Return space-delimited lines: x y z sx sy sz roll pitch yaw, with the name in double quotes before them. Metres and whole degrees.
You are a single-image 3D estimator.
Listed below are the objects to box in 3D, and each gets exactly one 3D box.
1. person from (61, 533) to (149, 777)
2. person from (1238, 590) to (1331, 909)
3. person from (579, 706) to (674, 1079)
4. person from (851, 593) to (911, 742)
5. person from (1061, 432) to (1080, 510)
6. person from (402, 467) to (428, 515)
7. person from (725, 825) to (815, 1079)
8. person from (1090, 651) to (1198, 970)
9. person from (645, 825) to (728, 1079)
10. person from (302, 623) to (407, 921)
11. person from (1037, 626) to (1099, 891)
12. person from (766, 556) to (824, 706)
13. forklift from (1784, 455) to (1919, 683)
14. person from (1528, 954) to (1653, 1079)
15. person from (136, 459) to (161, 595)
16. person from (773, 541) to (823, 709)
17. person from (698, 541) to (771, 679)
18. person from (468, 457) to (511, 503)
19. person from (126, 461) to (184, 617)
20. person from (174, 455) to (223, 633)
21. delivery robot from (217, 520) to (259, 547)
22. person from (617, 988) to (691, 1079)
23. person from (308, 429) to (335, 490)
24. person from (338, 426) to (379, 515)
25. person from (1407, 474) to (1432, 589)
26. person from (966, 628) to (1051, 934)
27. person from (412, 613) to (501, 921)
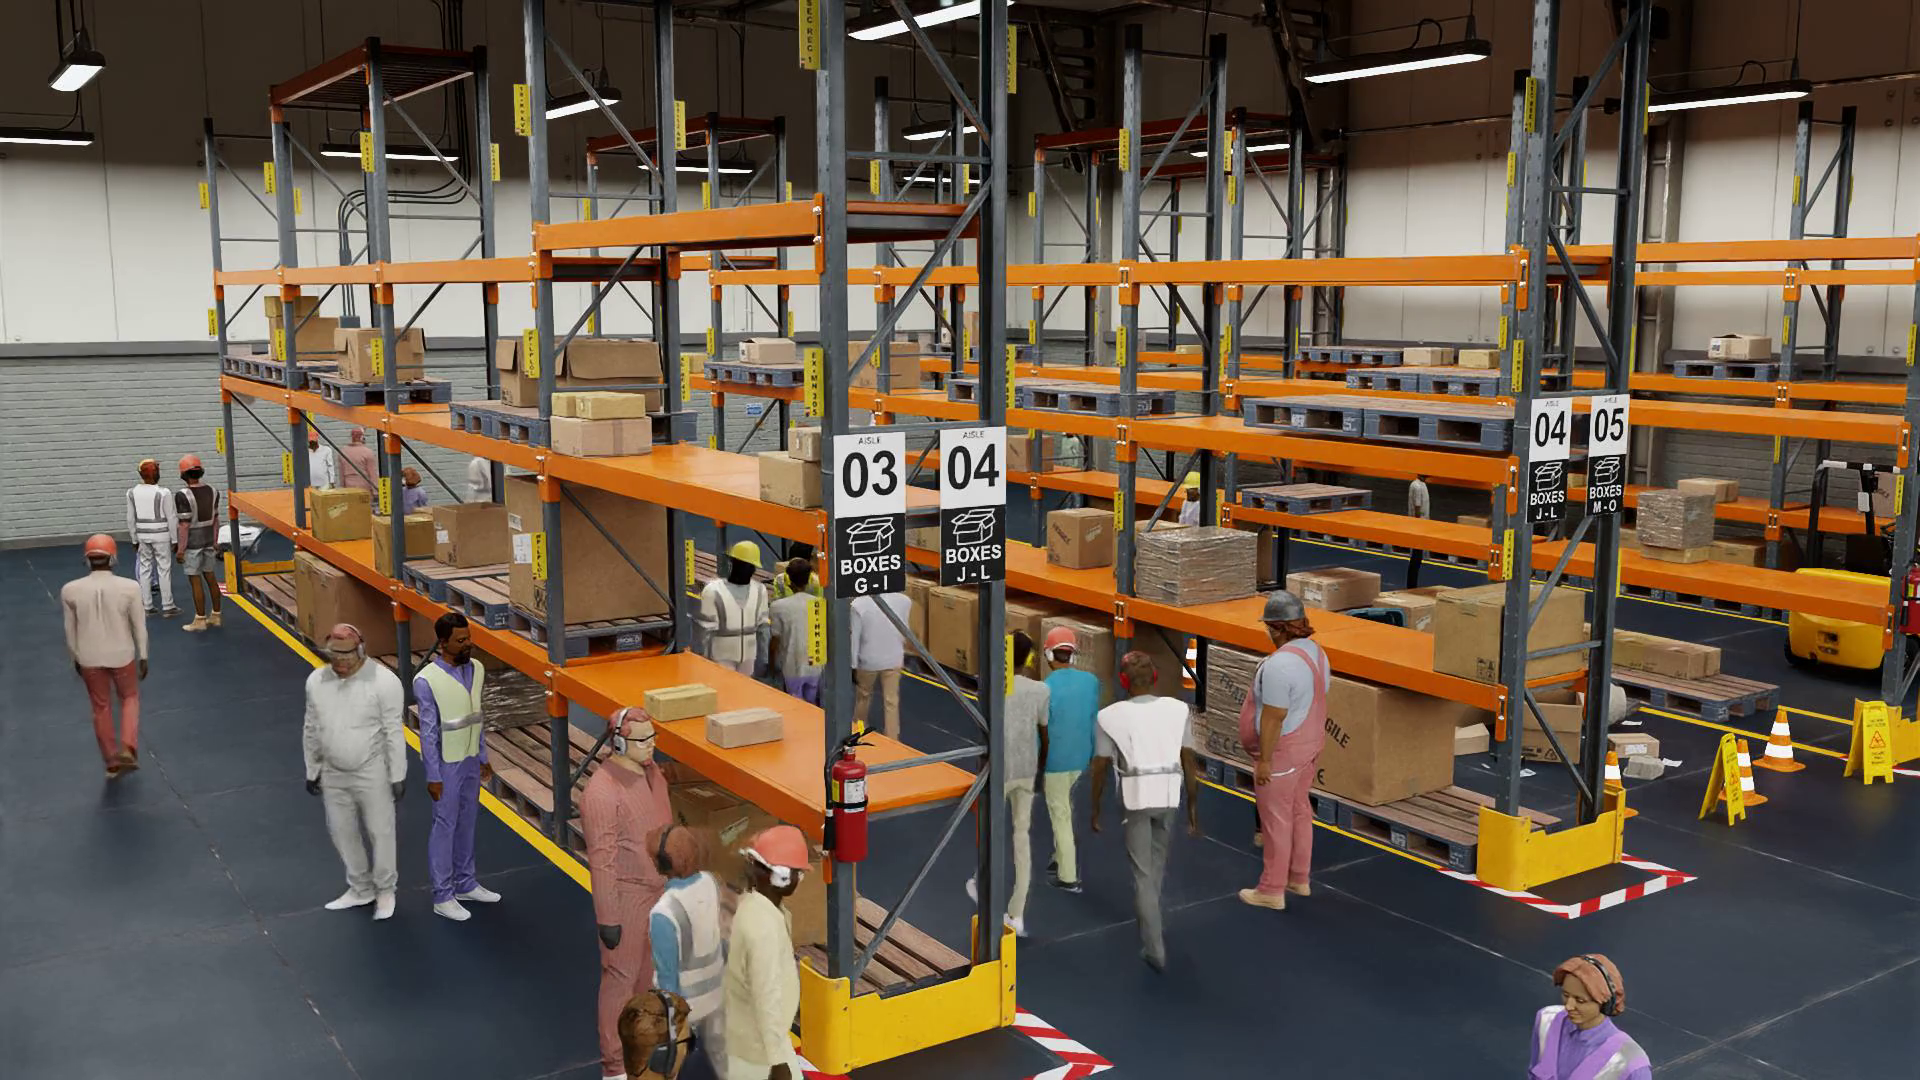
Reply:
"person" -6.846 0.932 13.369 0.607 1.973 0.466 -3 9 -21
"person" 2.056 1.310 10.642 0.535 2.000 0.690 6 11 37
"person" -1.586 1.748 8.171 0.407 1.906 0.655 2 9 14
"person" -0.701 0.982 13.922 0.560 1.701 0.901 -3 9 -17
"person" 1.929 -1.253 29.097 0.292 1.623 0.501 -4 10 -27
"person" -7.115 -0.139 21.636 0.508 1.632 0.264 5 10 32
"person" -0.895 2.042 6.898 0.839 1.695 0.630 -1 9 -4
"person" 1.055 1.550 9.846 0.587 1.792 0.943 -2 9 -13
"person" -1.210 2.030 7.334 0.840 1.587 0.505 4 9 25
"person" -3.761 1.436 10.322 0.674 1.894 0.420 1 9 7
"person" 0.617 1.422 10.923 0.598 1.719 0.568 -7 11 -39
"person" -1.274 1.045 13.055 0.495 1.845 0.683 -4 9 -25
"forklift" 9.643 0.253 17.172 2.313 2.155 1.214 -6 10 -33
"person" 2.193 2.233 5.854 0.313 1.634 0.514 -4 9 -24
"person" -10.428 -0.169 21.437 0.350 1.758 0.521 0 9 2
"person" -1.416 0.838 14.935 0.531 1.692 0.320 3 9 17
"person" -1.783 0.962 13.475 0.615 1.897 0.594 -6 10 -34
"person" -6.351 -0.476 22.592 0.504 2.020 0.636 6 11 36
"person" -9.647 -0.006 19.923 0.584 1.882 0.345 1 9 6
"person" -8.765 0.041 19.084 0.373 2.040 0.616 3 9 17
"delivery robot" -10.653 -0.052 24.321 0.477 0.478 0.707 8 11 42
"person" -0.919 2.254 5.025 0.506 1.839 0.344 6 10 35
"person" -10.294 -0.934 26.581 0.575 1.739 0.348 -4 9 -23
"person" -8.879 -0.733 24.690 0.652 1.906 0.403 3 9 19
"person" 5.727 -0.116 20.702 0.316 1.871 0.543 2 9 15
"person" 0.277 1.458 10.355 0.537 1.824 0.888 -2 9 -16
"person" -3.175 1.398 10.460 0.391 1.920 0.593 3 9 18
